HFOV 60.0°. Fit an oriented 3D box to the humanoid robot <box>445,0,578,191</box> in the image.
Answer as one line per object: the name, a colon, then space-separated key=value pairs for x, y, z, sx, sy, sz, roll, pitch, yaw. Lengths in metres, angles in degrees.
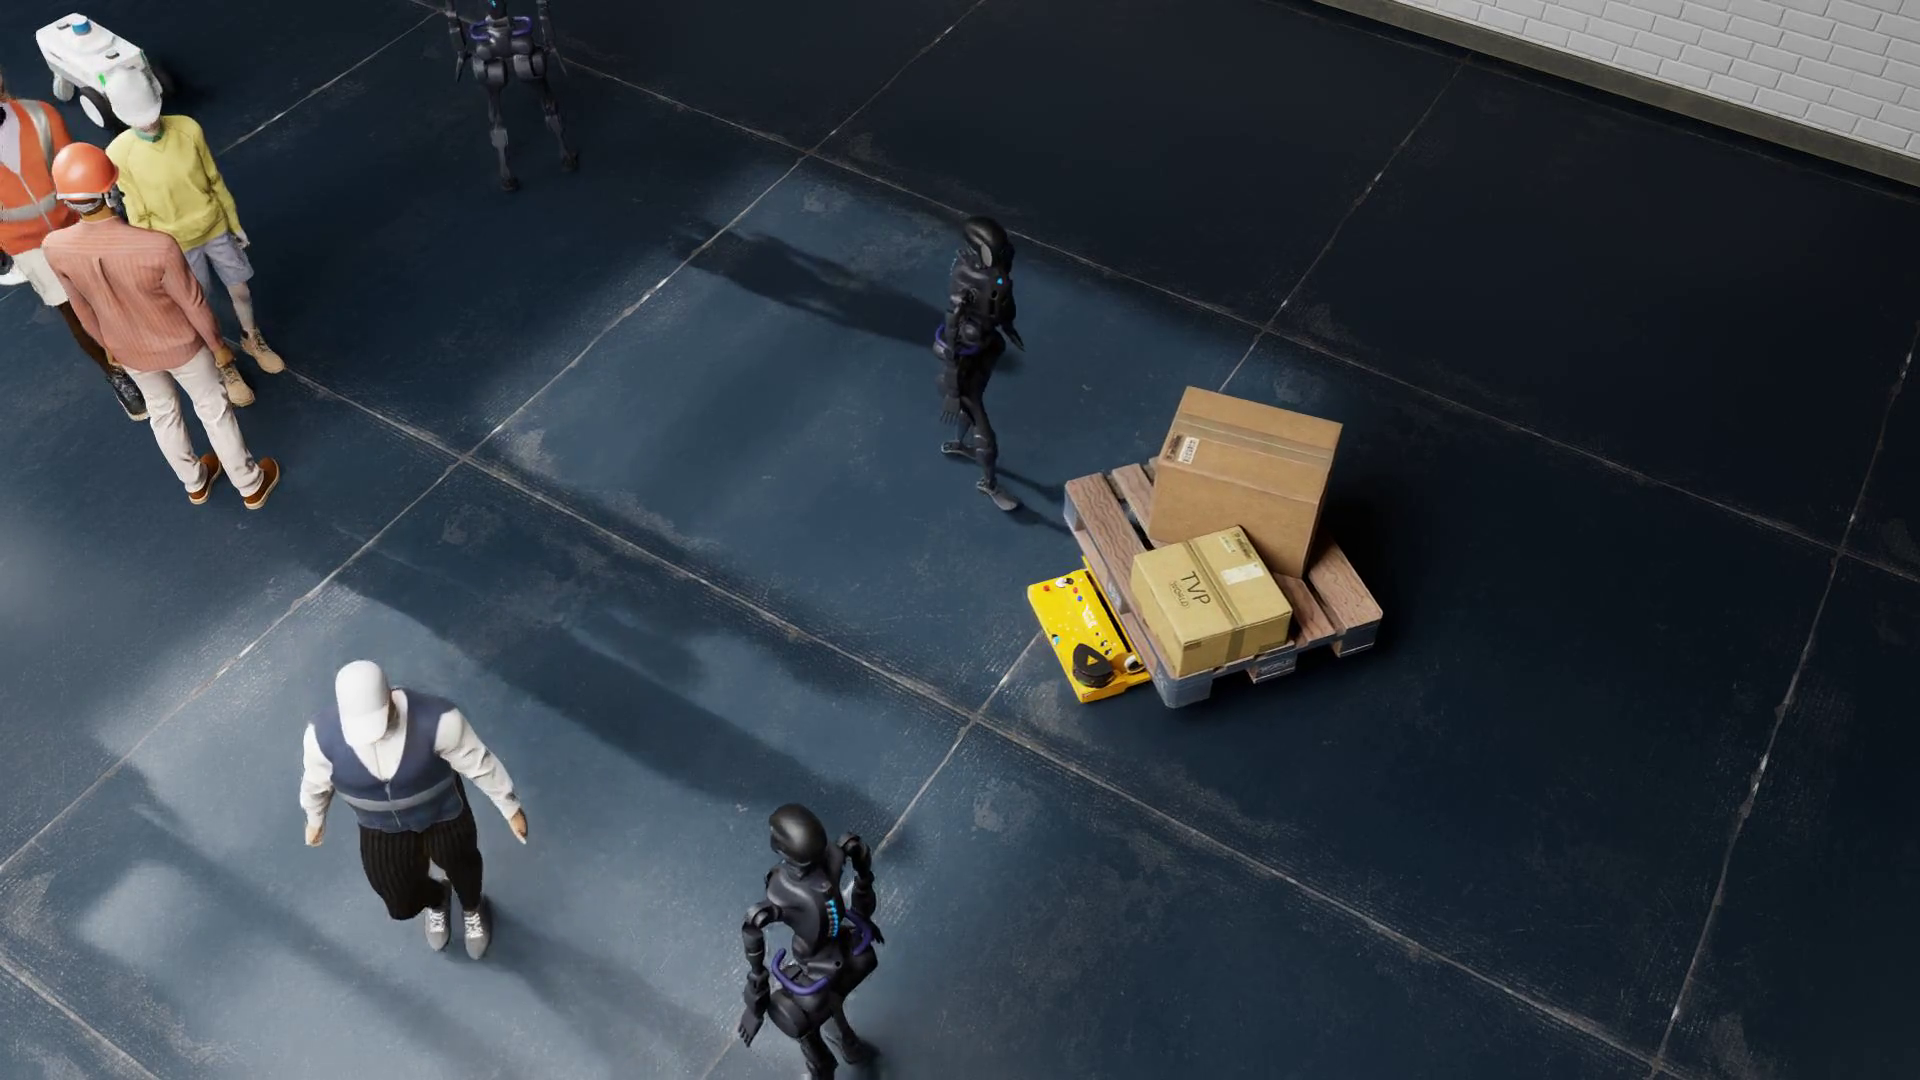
humanoid robot: x=-2.525 y=-2.716 z=9.254 sx=0.611 sy=1.633 sz=0.394 roll=-12 pitch=50 yaw=-10

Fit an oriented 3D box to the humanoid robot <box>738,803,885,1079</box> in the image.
humanoid robot: x=-0.488 y=1.454 z=5.611 sx=0.397 sy=1.647 sz=0.610 roll=36 pitch=58 yaw=27

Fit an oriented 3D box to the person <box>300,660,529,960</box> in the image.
person: x=-1.965 y=0.982 z=5.972 sx=0.790 sy=1.744 sz=0.471 roll=-11 pitch=50 yaw=-9

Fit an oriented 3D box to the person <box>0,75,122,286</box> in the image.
person: x=-5.001 y=-2.129 z=8.586 sx=0.662 sy=1.904 sz=0.612 roll=-9 pitch=49 yaw=-8

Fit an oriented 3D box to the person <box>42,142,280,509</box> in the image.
person: x=-3.591 y=-0.910 z=7.474 sx=0.610 sy=1.986 sz=0.402 roll=3 pitch=49 yaw=2

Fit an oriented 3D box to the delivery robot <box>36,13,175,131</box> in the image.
delivery robot: x=-5.248 y=-2.893 z=10.167 sx=0.786 sy=0.614 sz=0.499 roll=30 pitch=55 yaw=24

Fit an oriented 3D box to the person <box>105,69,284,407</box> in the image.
person: x=-3.703 y=-1.461 z=8.026 sx=0.505 sy=1.884 sz=0.429 roll=-36 pitch=58 yaw=-27

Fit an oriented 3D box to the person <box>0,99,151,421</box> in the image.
person: x=-4.459 y=-1.548 z=8.075 sx=0.606 sy=1.923 sz=1.000 roll=-35 pitch=57 yaw=-27

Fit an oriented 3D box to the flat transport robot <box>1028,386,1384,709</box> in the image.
flat transport robot: x=1.092 y=0.255 z=7.592 sx=1.431 sy=0.231 sz=0.659 roll=-15 pitch=51 yaw=-13

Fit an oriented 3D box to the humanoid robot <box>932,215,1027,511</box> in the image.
humanoid robot: x=0.105 y=-0.847 z=7.625 sx=0.535 sy=1.642 sz=0.602 roll=24 pitch=53 yaw=20
